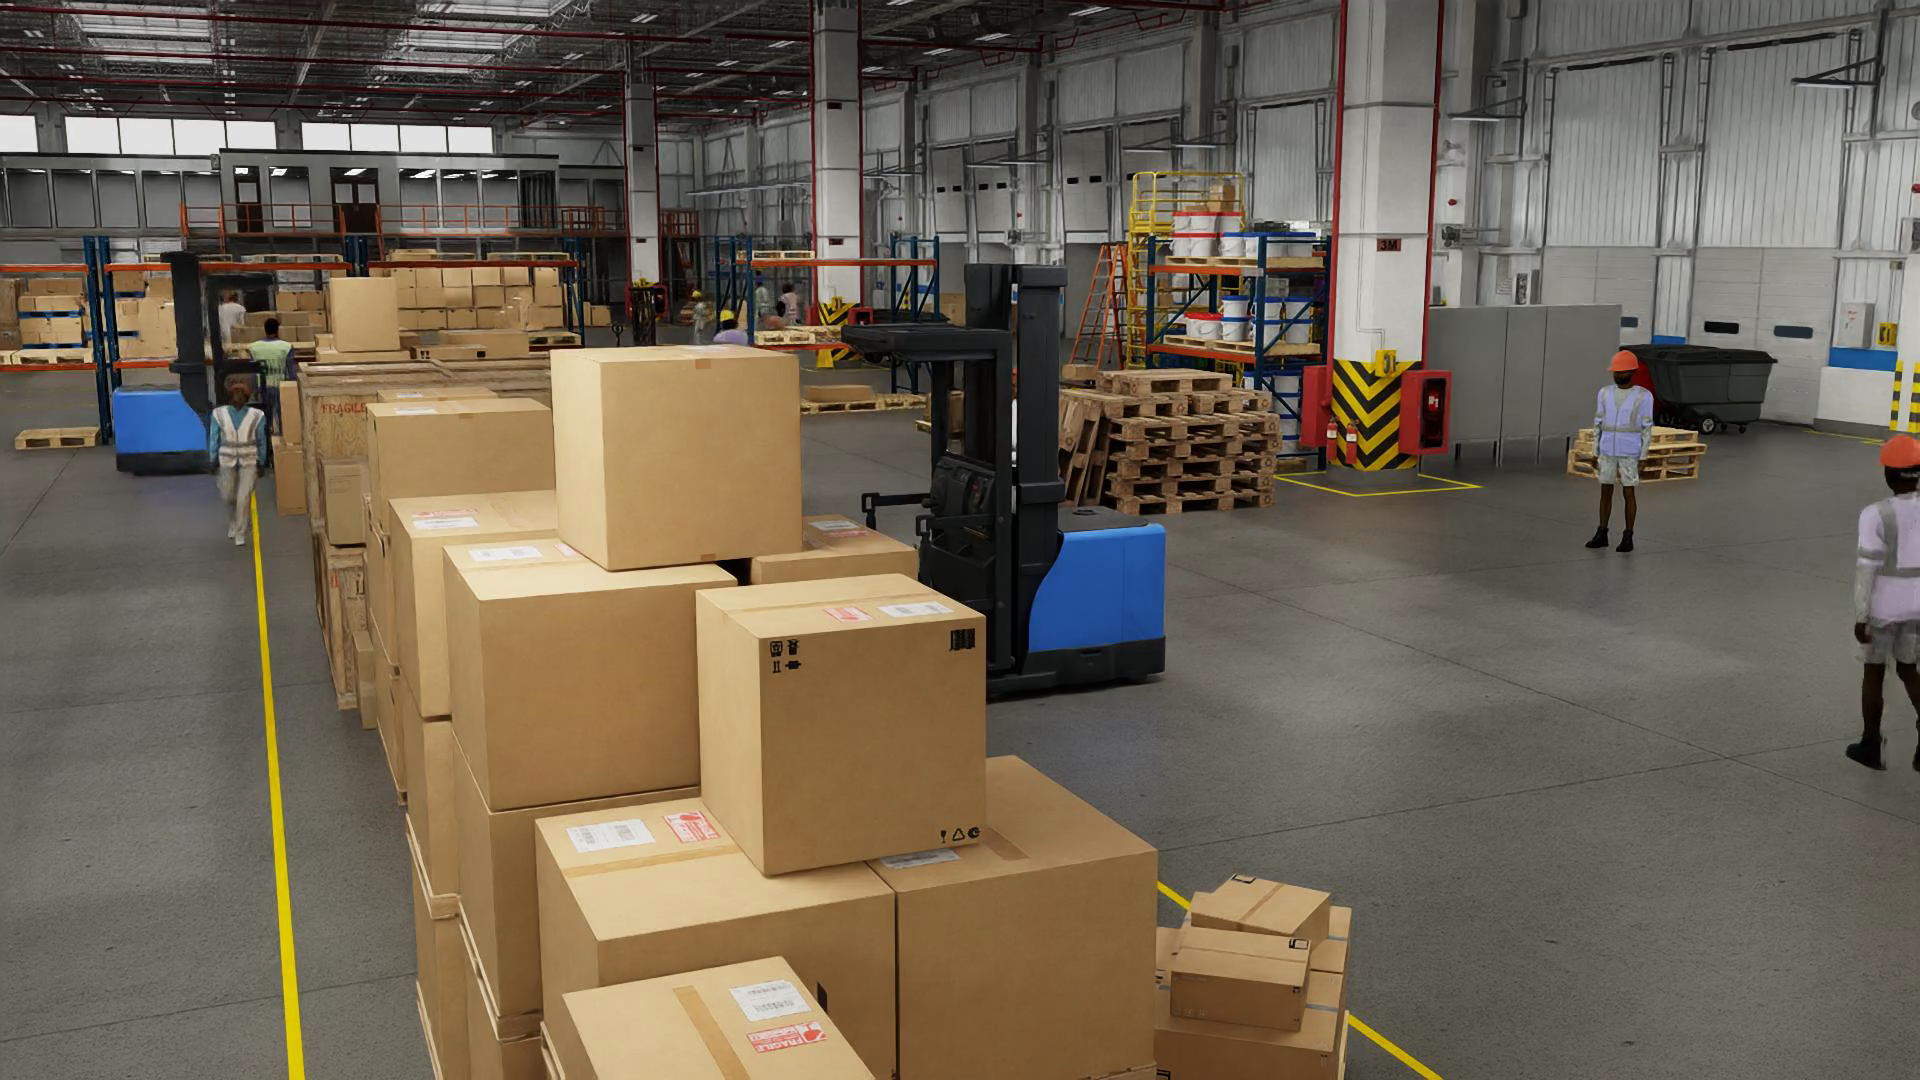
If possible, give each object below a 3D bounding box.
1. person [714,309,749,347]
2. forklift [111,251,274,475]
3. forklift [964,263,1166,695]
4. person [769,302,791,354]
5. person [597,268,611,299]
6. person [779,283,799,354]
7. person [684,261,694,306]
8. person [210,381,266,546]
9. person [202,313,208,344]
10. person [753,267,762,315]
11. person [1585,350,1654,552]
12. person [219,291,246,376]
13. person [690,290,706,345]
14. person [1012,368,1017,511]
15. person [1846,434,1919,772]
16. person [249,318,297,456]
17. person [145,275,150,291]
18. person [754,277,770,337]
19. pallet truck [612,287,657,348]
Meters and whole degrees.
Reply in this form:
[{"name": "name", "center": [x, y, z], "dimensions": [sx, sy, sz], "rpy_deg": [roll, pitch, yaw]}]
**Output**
[{"name": "person", "center": [-3.548, -2.671, 26.139], "dimensions": [0.597, 1.900, 0.778], "rpy_deg": [-5, 12, -27]}, {"name": "forklift", "center": [-9.924, -2.315, 21.444], "dimensions": [1.873, 2.768, 1.129], "rpy_deg": [-4, 11, -23]}, {"name": "forklift", "center": [0.363, -0.447, 11.149], "dimensions": [1.873, 2.768, 1.129], "rpy_deg": [-4, 11, -23]}, {"name": "person", "center": [-3.841, -4.208, 35.182], "dimensions": [0.582, 1.681, 0.541], "rpy_deg": [10, 14, 42]}, {"name": "person", "center": [-14.536, -10.141, 67.566], "dimensions": [0.778, 1.807, 0.434], "rpy_deg": [2, 10, 10]}, {"name": "person", "center": [-4.501, -5.787, 43.479], "dimensions": [0.473, 1.825, 0.655], "rpy_deg": [9, 13, 40]}, {"name": "person", "center": [-12.122, -11.386, 73.940], "dimensions": [0.646, 1.970, 0.635], "rpy_deg": [-5, 11, -24]}, {"name": "person", "center": [-7.063, -0.756, 16.298], "dimensions": [0.538, 1.615, 0.392], "rpy_deg": [-3, 11, -18]}, {"name": "person", "center": [-15.316, -3.941, 33.365], "dimensions": [0.511, 1.804, 0.959], "rpy_deg": [-2, 10, -11]}, {"name": "person", "center": [-7.763, -9.560, 64.008], "dimensions": [0.378, 1.922, 0.593], "rpy_deg": [0, 10, 2]}, {"name": "person", "center": [6.332, -0.850, 15.975], "dimensions": [0.356, 1.934, 0.552], "rpy_deg": [-10, 14, -44]}, {"name": "person", "center": [-15.675, -4.441, 35.937], "dimensions": [0.631, 1.875, 1.057], "rpy_deg": [2, 10, 9]}, {"name": "person", "center": [-6.409, -5.275, 40.899], "dimensions": [0.488, 1.727, 0.505], "rpy_deg": [-2, 11, -12]}, {"name": "person", "center": [0.566, -0.600, 14.771], "dimensions": [0.346, 1.880, 0.580], "rpy_deg": [-5, 11, -24]}, {"name": "person", "center": [5.262, 0.375, 9.267], "dimensions": [0.568, 1.919, 0.578], "rpy_deg": [0, 10, -1]}, {"name": "person", "center": [-9.440, -2.092, 22.914], "dimensions": [0.596, 1.907, 0.412], "rpy_deg": [-1, 10, -7]}, {"name": "person", "center": [-23.943, -6.845, 49.065], "dimensions": [0.774, 1.911, 0.581], "rpy_deg": [8, 13, 38]}, {"name": "person", "center": [-5.742, -6.643, 48.039], "dimensions": [1.011, 1.894, 0.623], "rpy_deg": [5, 11, 24]}, {"name": "pallet truck", "center": [-6.464, -4.406, 35.401], "dimensions": [0.823, 1.965, 1.885], "rpy_deg": [6, 12, 32]}]
